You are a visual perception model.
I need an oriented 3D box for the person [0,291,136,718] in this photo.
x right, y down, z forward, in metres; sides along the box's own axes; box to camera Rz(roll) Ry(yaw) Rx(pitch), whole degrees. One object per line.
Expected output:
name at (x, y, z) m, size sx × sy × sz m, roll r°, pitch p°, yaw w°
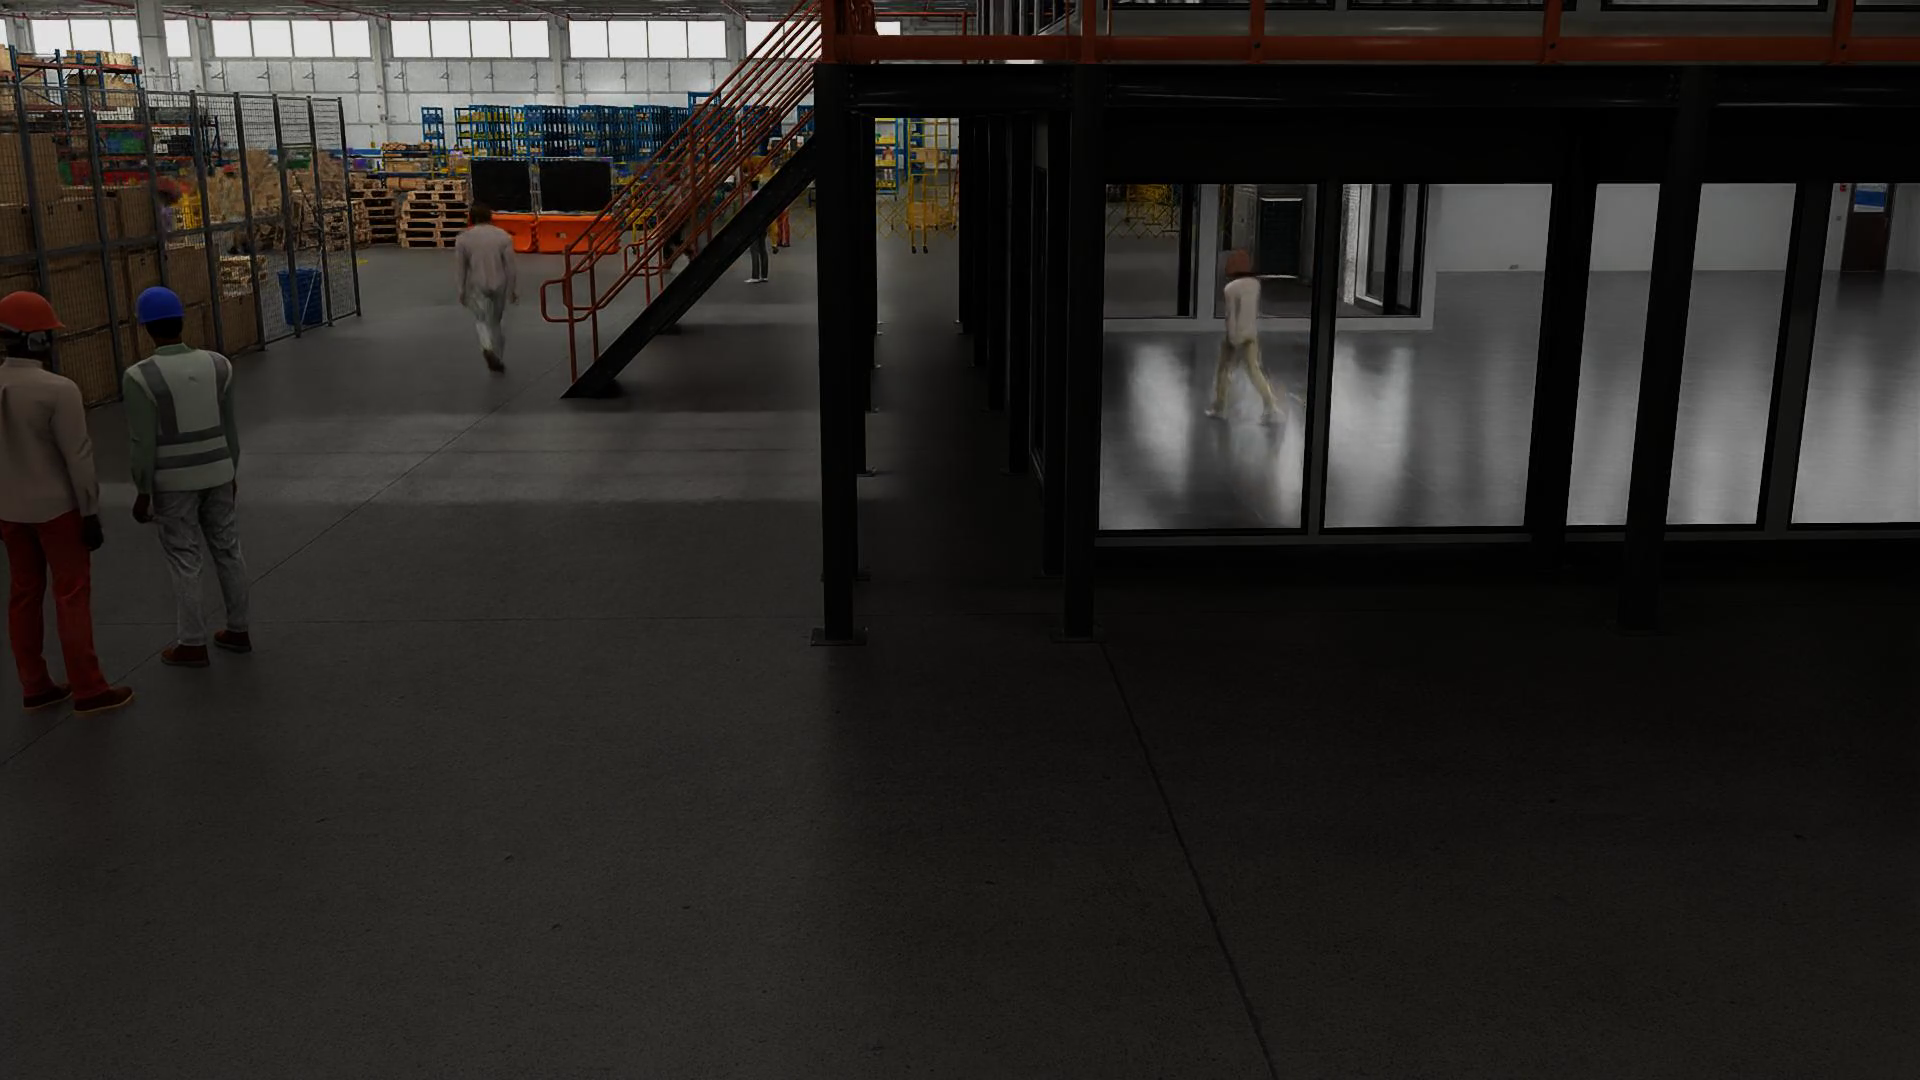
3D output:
person at (-4.257, -0.154, 7.744) m, size 0.614 × 1.993 × 0.395 m, roll 4°, pitch 15°, yaw 15°

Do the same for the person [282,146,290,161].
person at (-30.131, -16.755, 74.468) m, size 0.785 × 1.810 × 0.591 m, roll 1°, pitch 14°, yaw 5°

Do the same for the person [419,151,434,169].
person at (-25.624, -18.167, 79.951) m, size 0.661 × 1.890 × 0.427 m, roll -11°, pitch 18°, yaw -37°

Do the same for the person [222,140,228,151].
person at (-40.660, -21.188, 92.055) m, size 1.007 × 1.893 × 0.552 m, roll 1°, pitch 14°, yaw 5°

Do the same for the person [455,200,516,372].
person at (-5.238, -2.795, 18.458) m, size 0.646 × 1.920 × 0.585 m, roll -7°, pitch 16°, yaw -25°

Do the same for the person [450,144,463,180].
person at (-22.562, -16.823, 74.672) m, size 0.575 × 1.841 × 0.374 m, roll -6°, pitch 15°, yaw -23°

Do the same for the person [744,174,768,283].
person at (-3.581, -5.469, 29.126) m, size 0.362 × 1.928 × 0.587 m, roll 9°, pitch 17°, yaw 32°

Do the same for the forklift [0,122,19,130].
forklift at (-37.596, -15.152, 65.892) m, size 1.129 × 2.768 × 1.873 m, roll -1°, pitch 14°, yaw -2°

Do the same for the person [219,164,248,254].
person at (-15.424, -7.017, 35.348) m, size 0.796 × 1.916 × 0.548 m, roll 9°, pitch 17°, yaw 33°

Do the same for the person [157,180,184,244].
person at (-11.285, -4.103, 23.571) m, size 1.019 × 1.995 × 0.603 m, roll -8°, pitch 16°, yaw -30°

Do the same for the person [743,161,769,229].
person at (-5.022, -8.223, 40.262) m, size 0.645 × 1.863 × 0.595 m, roll 0°, pitch 14°, yaw 1°

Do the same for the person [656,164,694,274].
person at (-5.271, -5.950, 30.817) m, size 0.744 × 2.000 × 0.693 m, roll 3°, pitch 14°, yaw 11°

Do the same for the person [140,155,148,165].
person at (-34.669, -15.956, 71.010) m, size 0.625 × 1.936 × 0.522 m, roll -5°, pitch 15°, yaw -21°

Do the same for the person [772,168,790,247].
person at (-4.059, -7.519, 37.661) m, size 0.522 × 1.762 × 0.320 m, roll 14°, pitch 19°, yaw 43°

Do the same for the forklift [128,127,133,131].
forklift at (-38.929, -18.451, 79.078) m, size 1.129 × 2.768 × 1.873 m, roll -1°, pitch 14°, yaw -2°

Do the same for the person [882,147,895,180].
person at (-3.225, -16.923, 74.785) m, size 0.612 × 1.986 × 0.401 m, roll 7°, pitch 16°, yaw 26°

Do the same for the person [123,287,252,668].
person at (-3.948, -0.313, 8.490) m, size 0.402 × 1.940 × 0.602 m, roll 8°, pitch 16°, yaw 29°

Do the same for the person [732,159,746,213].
person at (-6.414, -10.344, 48.758) m, size 0.562 × 1.856 × 0.382 m, roll 5°, pitch 15°, yaw 20°

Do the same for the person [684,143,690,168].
person at (-12.888, -17.949, 79.198) m, size 0.404 × 1.829 × 0.600 m, roll 7°, pitch 16°, yaw 25°

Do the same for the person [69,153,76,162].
person at (-33.138, -13.656, 62.316) m, size 0.548 × 1.686 × 0.448 m, roll 10°, pitch 17°, yaw 36°

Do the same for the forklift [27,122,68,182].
forklift at (-35.376, -14.773, 64.377) m, size 1.129 × 2.768 × 1.873 m, roll -1°, pitch 14°, yaw -2°
